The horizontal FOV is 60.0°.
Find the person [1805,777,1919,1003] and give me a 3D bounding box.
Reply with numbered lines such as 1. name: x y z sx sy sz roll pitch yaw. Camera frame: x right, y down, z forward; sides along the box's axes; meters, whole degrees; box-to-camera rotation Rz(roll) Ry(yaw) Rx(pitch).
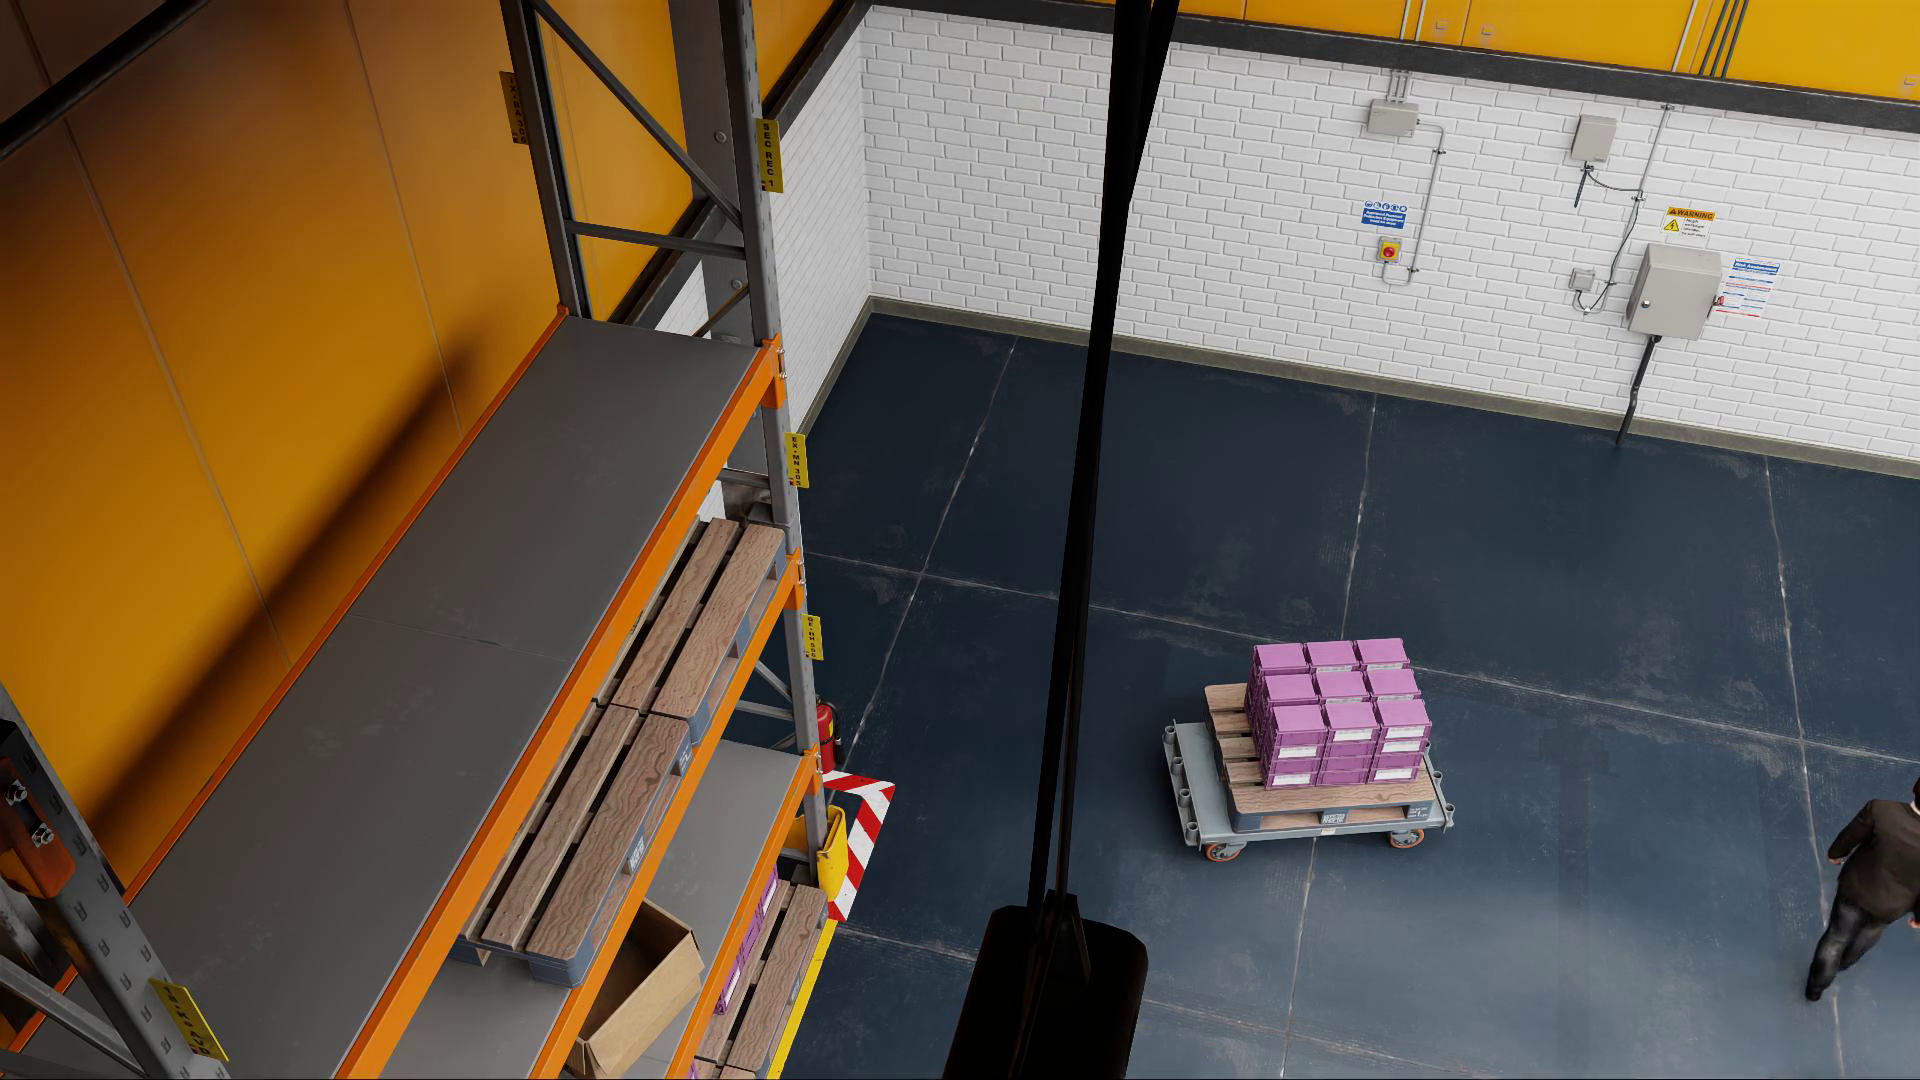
1. person: 4.928 1.927 8.962 0.886 1.785 0.943 29 51 27
